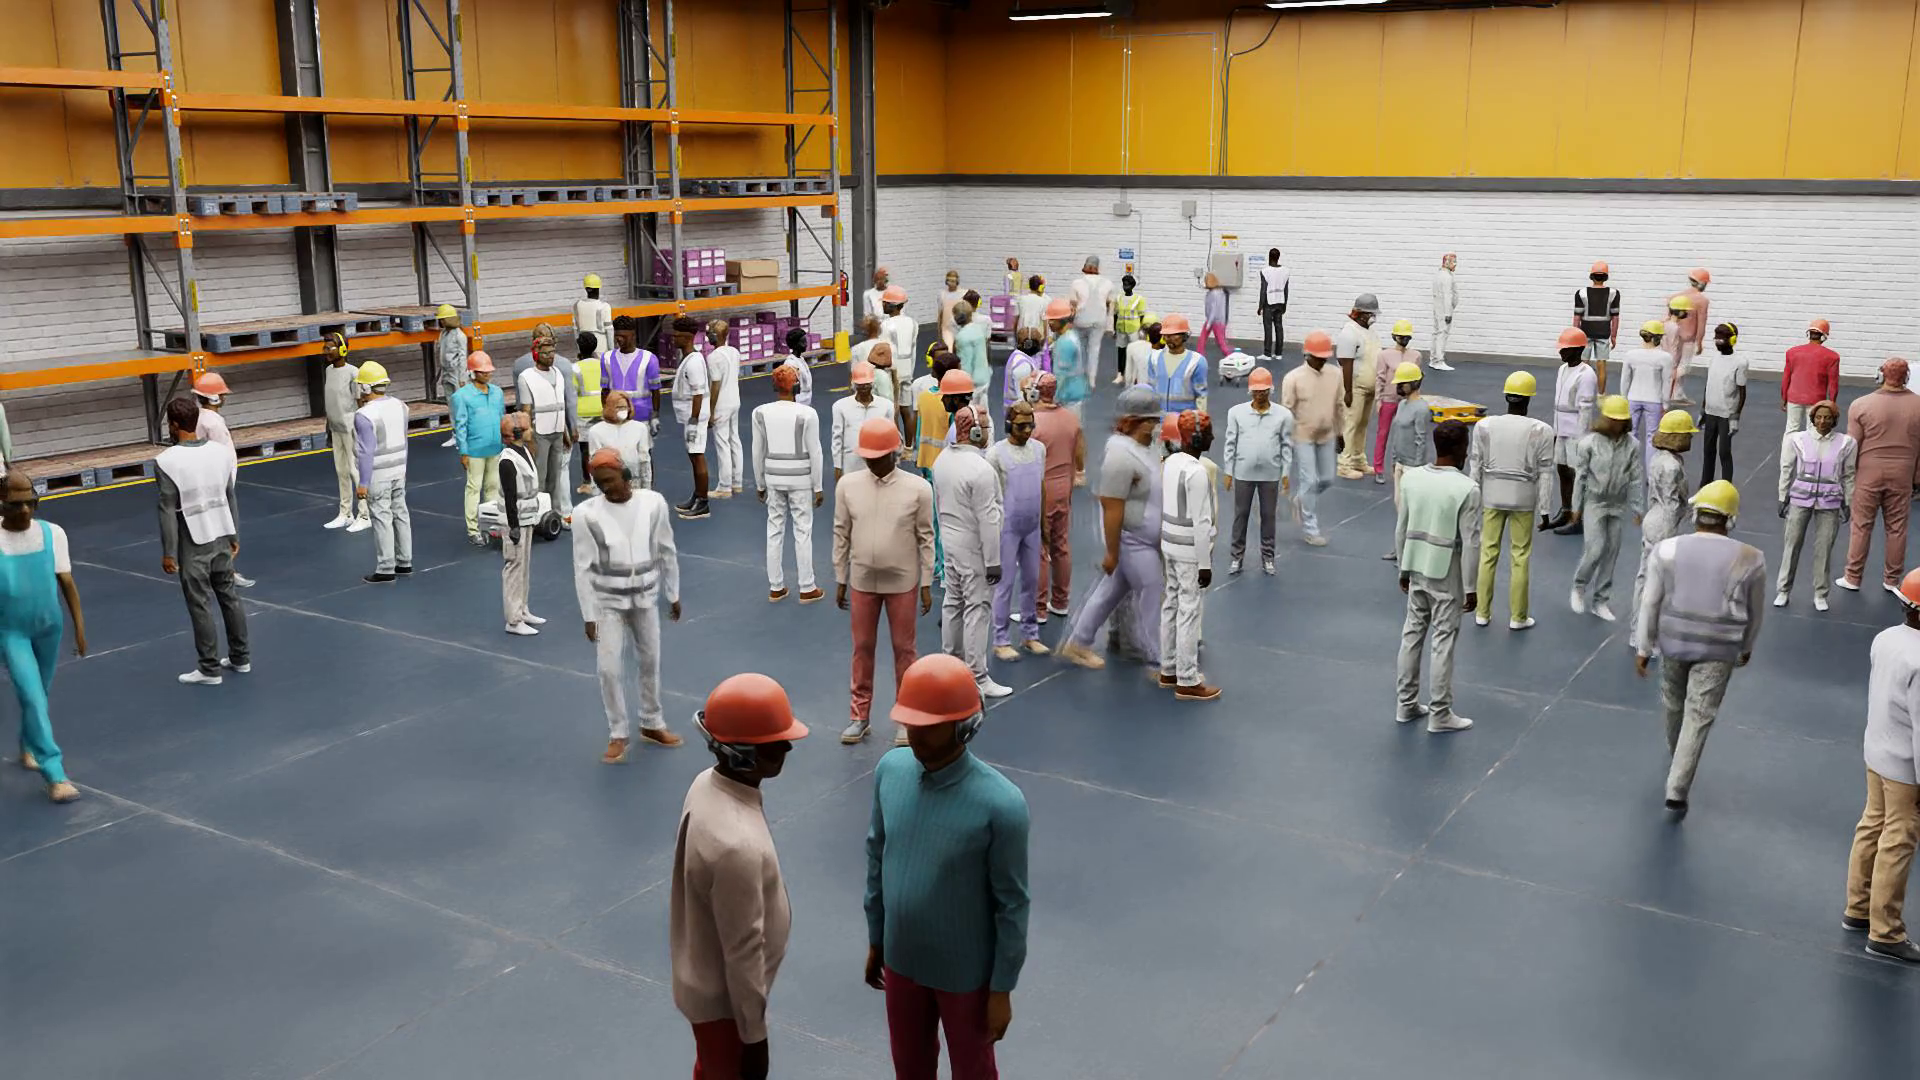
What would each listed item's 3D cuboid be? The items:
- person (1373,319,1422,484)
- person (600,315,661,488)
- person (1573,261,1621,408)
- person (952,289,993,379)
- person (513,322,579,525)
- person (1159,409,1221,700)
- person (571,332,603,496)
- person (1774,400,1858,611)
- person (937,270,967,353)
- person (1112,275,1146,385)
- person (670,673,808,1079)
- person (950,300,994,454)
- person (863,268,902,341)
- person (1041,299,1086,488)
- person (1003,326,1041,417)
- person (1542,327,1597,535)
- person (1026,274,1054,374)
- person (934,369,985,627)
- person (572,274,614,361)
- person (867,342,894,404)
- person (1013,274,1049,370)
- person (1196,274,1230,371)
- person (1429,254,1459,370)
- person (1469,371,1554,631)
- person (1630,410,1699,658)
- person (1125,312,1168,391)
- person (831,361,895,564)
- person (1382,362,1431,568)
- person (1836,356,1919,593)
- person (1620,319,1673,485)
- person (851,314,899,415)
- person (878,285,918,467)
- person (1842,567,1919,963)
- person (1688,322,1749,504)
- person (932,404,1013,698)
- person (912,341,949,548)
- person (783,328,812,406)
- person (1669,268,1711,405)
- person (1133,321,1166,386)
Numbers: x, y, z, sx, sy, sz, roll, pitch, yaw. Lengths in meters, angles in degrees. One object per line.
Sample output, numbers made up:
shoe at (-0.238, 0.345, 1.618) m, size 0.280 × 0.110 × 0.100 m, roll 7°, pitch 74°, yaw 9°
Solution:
person at (4.694, -1.481, 17.831) m, size 0.523 × 1.769 × 0.315 m, roll -3°, pitch 13°, yaw -12°
person at (-3.227, -1.226, 16.284) m, size 0.610 × 1.964 × 0.365 m, roll 2°, pitch 13°, yaw 8°
person at (8.857, -2.862, 23.216) m, size 0.608 × 2.044 × 0.371 m, roll 3°, pitch 13°, yaw 15°
person at (0.153, -2.162, 20.589) m, size 0.510 × 1.860 × 0.333 m, roll 0°, pitch 13°, yaw -1°
person at (-3.889, -1.083, 15.727) m, size 0.627 × 1.940 × 0.371 m, roll 4°, pitch 13°, yaw 16°
person at (1.482, 0.093, 10.750) m, size 0.355 × 1.883 × 0.575 m, roll -4°, pitch 13°, yaw -15°
person at (-3.815, -1.304, 17.212) m, size 0.529 × 1.697 × 0.321 m, roll -9°, pitch 16°, yaw -35°
person at (6.606, -0.269, 12.854) m, size 0.525 × 1.639 × 0.307 m, roll 6°, pitch 14°, yaw 24°
person at (-0.092, -3.158, 24.998) m, size 0.508 × 1.820 × 0.804 m, roll 1°, pitch 13°, yaw 5°
person at (2.577, -3.210, 25.479) m, size 0.540 × 1.697 × 0.318 m, roll 8°, pitch 15°, yaw 31°
person at (-0.660, 1.357, 5.057) m, size 0.423 × 1.985 × 0.620 m, roll -3°, pitch 13°, yaw -14°
person at (0.123, -1.697, 18.476) m, size 0.497 × 1.914 × 0.645 m, roll 3°, pitch 13°, yaw 14°
person at (-1.149, -3.120, 24.794) m, size 0.592 × 1.844 × 0.976 m, roll 0°, pitch 13°, yaw -1°
person at (1.034, -1.517, 17.439) m, size 0.697 × 2.012 × 0.605 m, roll -1°, pitch 13°, yaw -3°
person at (0.642, -1.189, 16.428) m, size 0.429 × 1.837 × 0.624 m, roll 0°, pitch 13°, yaw -2°
person at (5.646, -1.011, 15.448) m, size 0.393 × 1.929 × 0.546 m, roll -2°, pitch 13°, yaw -9°
person at (1.155, -3.086, 24.829) m, size 0.341 × 1.746 × 0.566 m, roll -12°, pitch 18°, yaw -42°
person at (-0.004, -0.309, 12.394) m, size 0.382 × 1.929 × 0.541 m, roll 4°, pitch 13°, yaw 16°
person at (-4.874, -2.570, 22.203) m, size 0.587 × 1.928 × 0.362 m, roll 4°, pitch 13°, yaw 16°
person at (-0.788, -1.187, 16.848) m, size 0.286 × 1.633 × 0.499 m, roll -4°, pitch 14°, yaw -17°
person at (0.968, -2.812, 23.477) m, size 0.543 × 1.835 × 0.652 m, roll 4°, pitch 14°, yaw 16°
person at (4.090, -3.540, 27.148) m, size 0.845 × 1.585 × 0.508 m, roll -4°, pitch 13°, yaw -15°
person at (7.995, -3.755, 27.395) m, size 0.401 × 1.904 × 0.649 m, roll 0°, pitch 13°, yaw 1°
person at (4.068, -0.287, 12.300) m, size 0.594 × 1.926 × 0.367 m, roll 7°, pitch 15°, yaw 29°
person at (4.946, -0.047, 11.659) m, size 0.299 × 1.745 × 0.483 m, roll 2°, pitch 13°, yaw 9°
person at (2.130, -1.696, 18.818) m, size 0.526 × 1.749 × 0.592 m, roll 2°, pitch 13°, yaw 9°
person at (-0.823, -0.665, 14.318) m, size 0.566 × 1.751 × 0.329 m, roll -3°, pitch 13°, yaw -13°
person at (3.827, -0.646, 14.245) m, size 0.339 × 1.756 × 0.532 m, roll -2°, pitch 13°, yaw -9°
person at (7.401, -0.520, 13.350) m, size 0.643 × 1.910 × 0.411 m, roll 3°, pitch 13°, yaw 11°
person at (7.329, -1.470, 17.791) m, size 0.526 × 1.765 × 0.329 m, roll 10°, pitch 17°, yaw 38°
person at (-0.907, -1.486, 17.750) m, size 0.534 × 1.830 × 0.417 m, roll -3°, pitch 13°, yaw -12°
person at (-0.739, -1.855, 18.837) m, size 0.365 × 2.048 × 0.607 m, roll 10°, pitch 16°, yaw 36°
person at (4.155, 0.957, 7.283) m, size 0.327 × 1.752 × 0.562 m, roll 2°, pitch 13°, yaw 8°
person at (7.553, -1.234, 16.547) m, size 0.326 × 1.865 × 0.518 m, roll -5°, pitch 14°, yaw -20°
person at (0.086, 0.071, 10.794) m, size 0.409 × 1.909 × 0.643 m, roll -8°, pitch 15°, yaw -30°
person at (-0.197, -0.839, 14.811) m, size 0.532 × 1.874 × 0.310 m, roll -10°, pitch 16°, yaw -36°
person at (-1.724, -1.397, 17.616) m, size 0.319 × 1.697 × 0.533 m, roll 1°, pitch 13°, yaw 5°
person at (10.063, -2.821, 23.233) m, size 0.762 × 1.956 × 0.630 m, roll -3°, pitch 13°, yaw -12°
person at (1.942, -1.257, 16.673) m, size 0.521 × 1.857 × 0.341 m, roll 13°, pitch 18°, yaw 43°
